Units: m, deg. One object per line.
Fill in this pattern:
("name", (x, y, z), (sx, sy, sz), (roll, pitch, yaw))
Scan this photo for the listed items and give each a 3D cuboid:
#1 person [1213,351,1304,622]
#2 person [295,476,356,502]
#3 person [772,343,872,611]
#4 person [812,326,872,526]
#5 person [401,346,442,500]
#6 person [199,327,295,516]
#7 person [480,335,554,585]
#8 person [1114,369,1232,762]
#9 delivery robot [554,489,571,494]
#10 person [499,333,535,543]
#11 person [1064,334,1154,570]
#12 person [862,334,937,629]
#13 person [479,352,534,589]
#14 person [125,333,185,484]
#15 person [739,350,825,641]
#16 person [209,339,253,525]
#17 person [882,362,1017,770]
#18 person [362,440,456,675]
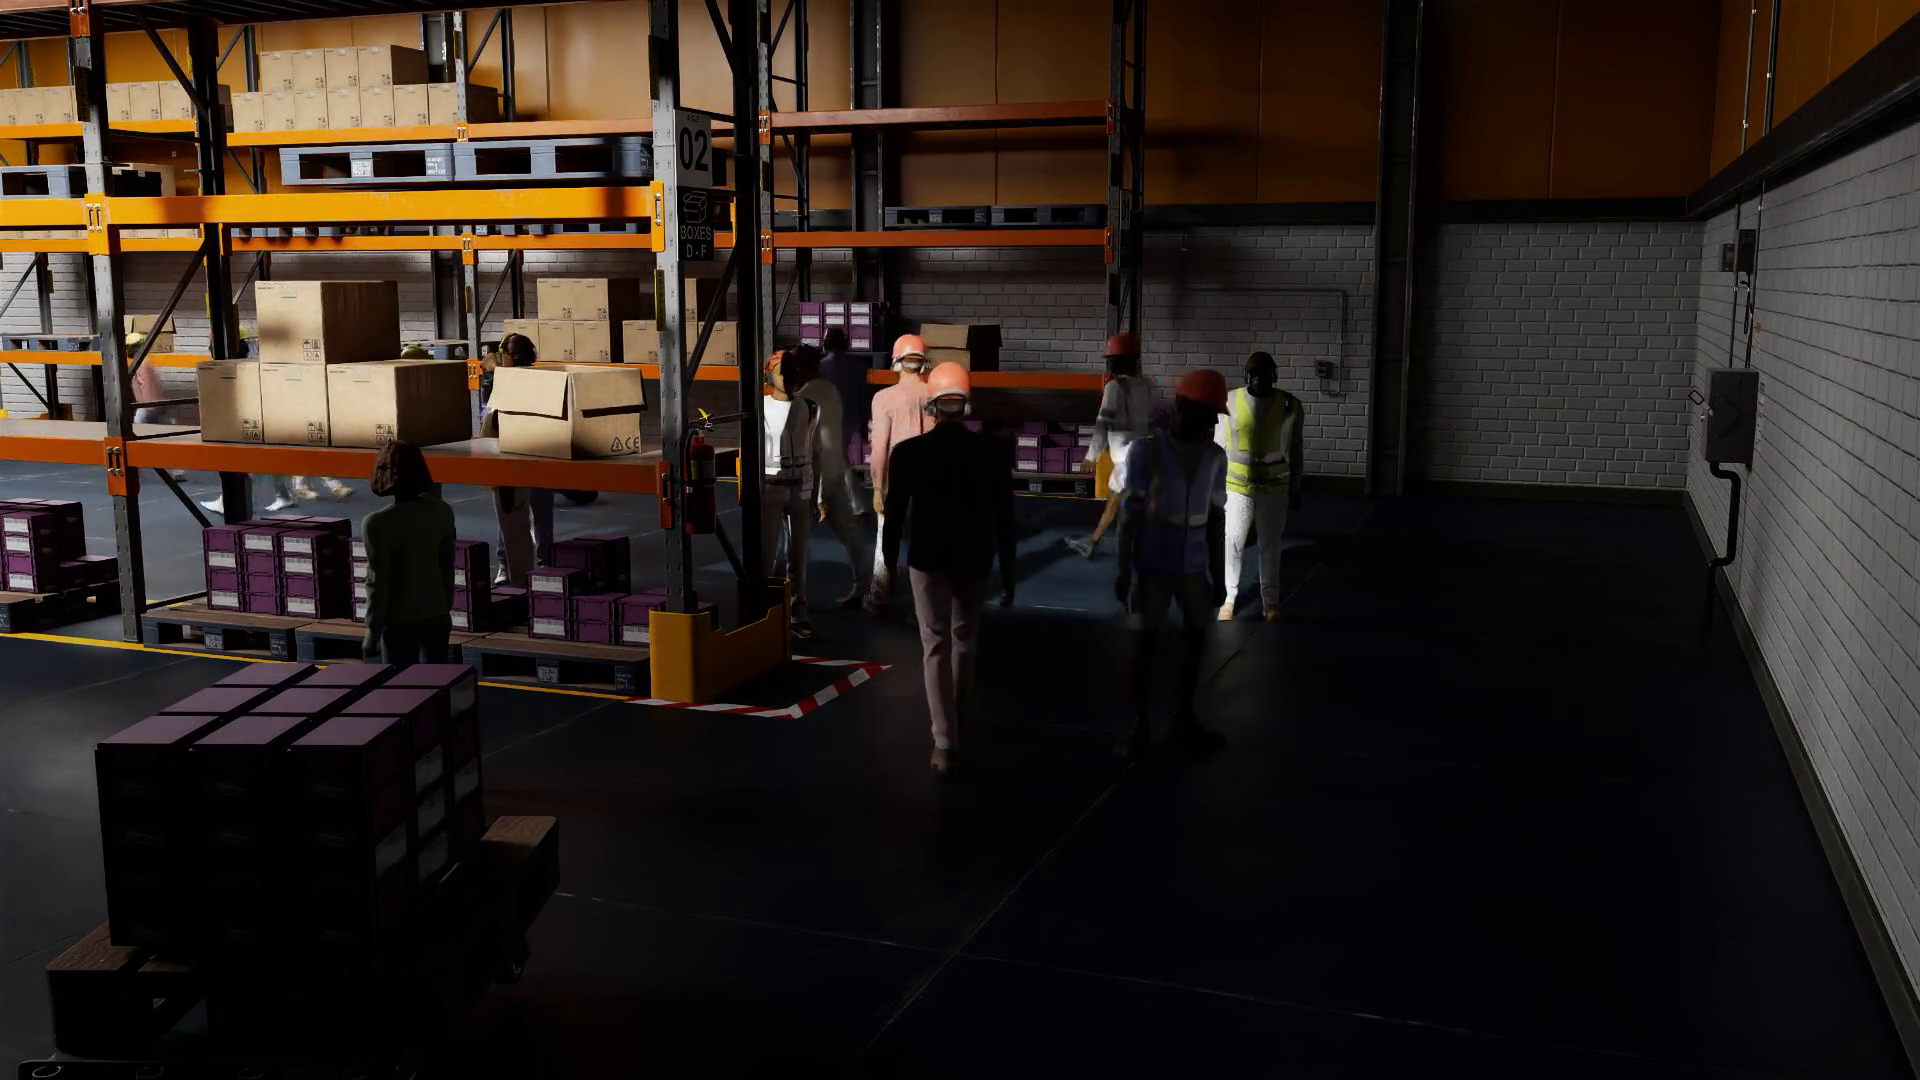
("person", (2.022, -0.358, 11.328), (0.621, 1.845, 0.430), (1, 9, 6))
("person", (-6.654, -1.290, 17.317), (0.973, 1.785, 0.633), (4, 10, 22))
("person", (-1.054, -0.432, 11.690), (1.022, 1.882, 0.682), (4, 10, 23))
("person", (-1.152, -1.075, 15.725), (0.643, 1.886, 1.075), (-8, 12, -40))
("person", (-4.044, -0.537, 12.480), (0.404, 1.830, 0.601), (-1, 9, -7))
("person", (-7.065, -1.172, 16.378), (0.594, 1.853, 1.046), (7, 12, 39))
("person", (-3.322, -0.609, 12.701), (0.642, 1.909, 0.399), (-2, 9, -12))
("person", (1.023, 0.136, 8.090), (0.664, 1.896, 0.376), (-3, 10, -20))
("delivery robot", (-4.158, -0.685, 17.118), (0.707, 0.478, 0.477), (-5, 10, -28))
("person", (-3.811, -0.854, 14.382), (0.349, 1.861, 0.549), (9, 12, 43))
("person", (1.241, -0.699, 13.330), (1.022, 1.873, 0.555), (6, 11, 34))
("person", (-0.369, -0.407, 11.279), (0.613, 1.948, 0.942), (-3, 10, -20))
("person", (-3.129, -0.381, 11.510), (0.428, 1.836, 0.626), (-1, 9, -9))
("person", (-9.214, -1.478, 18.791), (0.780, 1.700, 0.568), (-1, 9, -8))
("person", (-1.129, -0.270, 10.654), (0.576, 1.882, 0.355), (-5, 11, -31))
("person", (-6.600, -0.971, 15.048), (0.355, 1.885, 0.575), (-2, 9, -14))
("person", (-0.059, 0.101, 8.171), (0.638, 1.936, 1.072), (-1, 9, -8))
("person", (-2.442, 0.372, 7.400), (0.286, 1.633, 0.499), (5, 10, 27))
